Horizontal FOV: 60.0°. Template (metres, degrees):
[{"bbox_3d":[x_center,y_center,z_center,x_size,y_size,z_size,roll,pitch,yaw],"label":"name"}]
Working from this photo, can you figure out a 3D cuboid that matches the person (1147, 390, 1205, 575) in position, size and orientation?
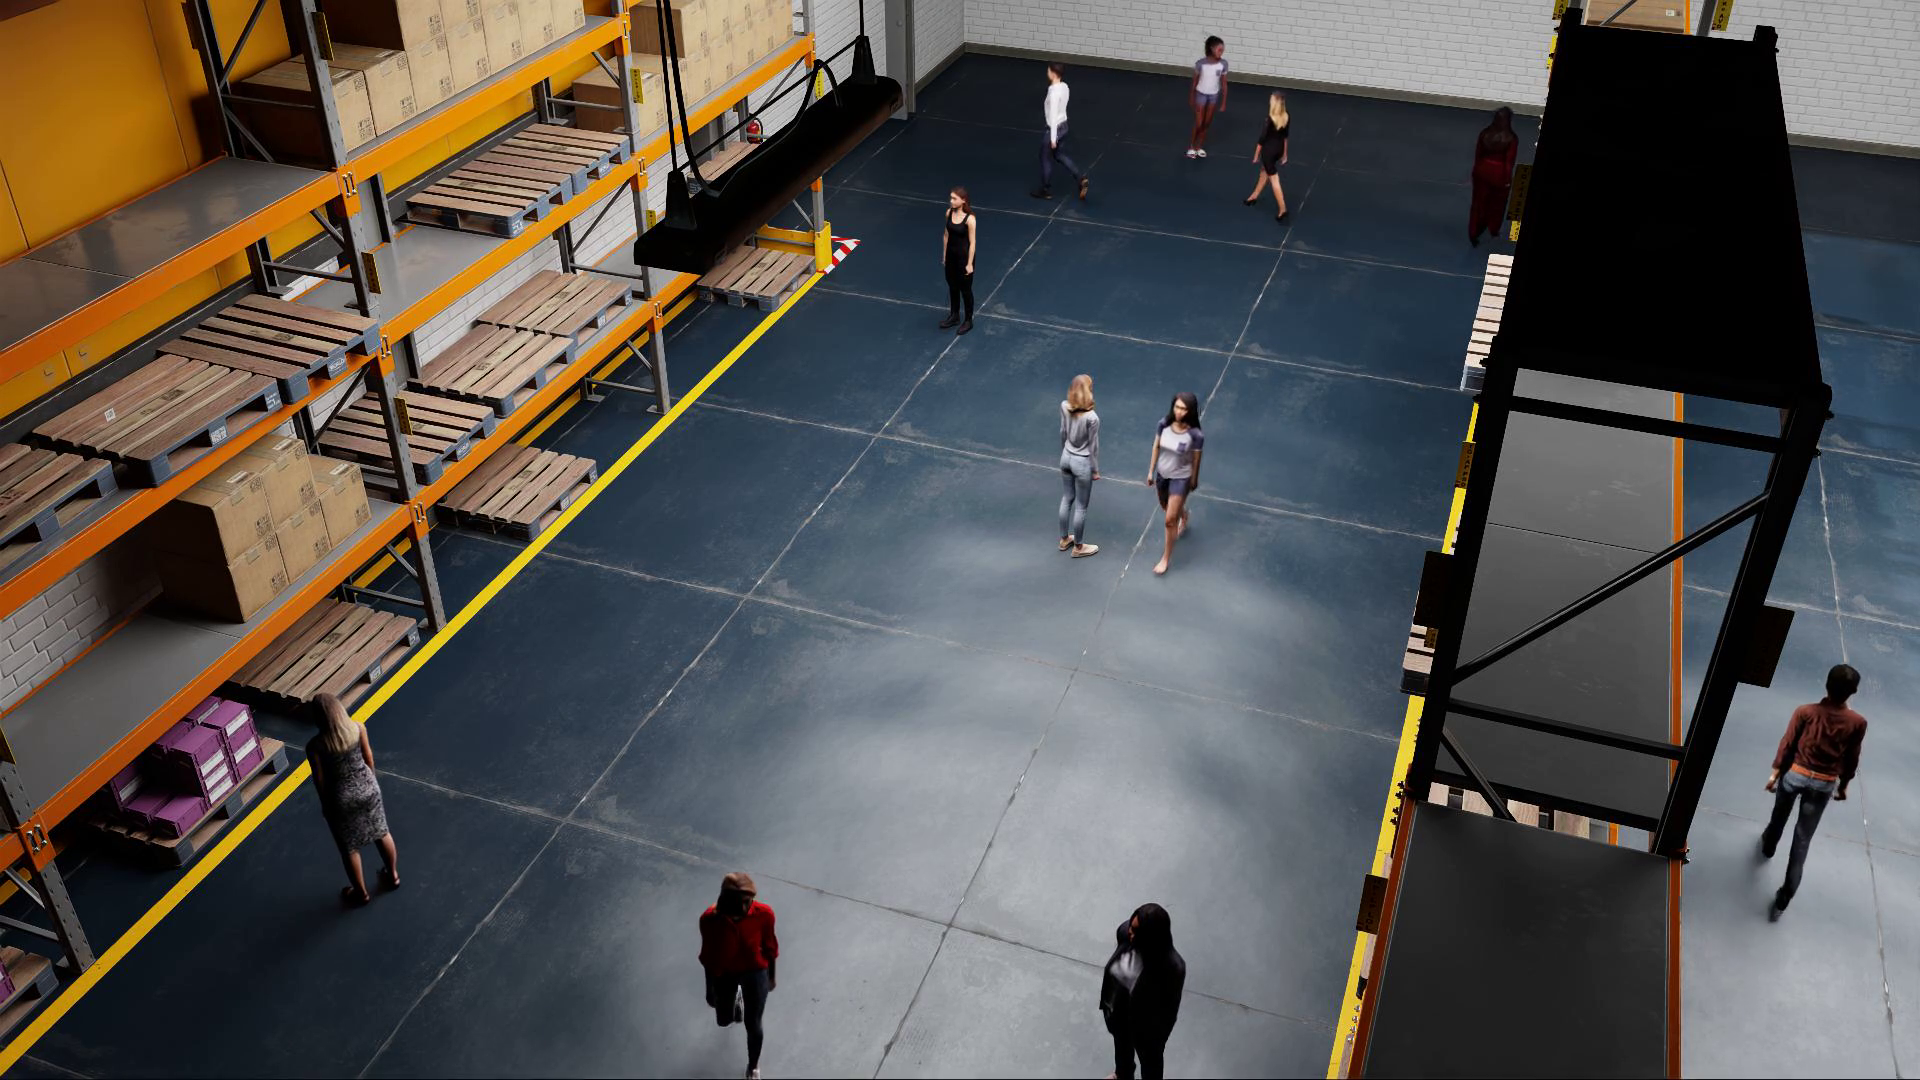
[{"bbox_3d":[1.927,-0.591,14.655,0.815,1.677,1.132,23,40,30],"label":"person"}]

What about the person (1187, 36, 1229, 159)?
[{"bbox_3d":[3.370,-6.090,22.906,0.756,1.701,0.799,2,34,3],"label":"person"}]

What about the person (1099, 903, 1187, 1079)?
[{"bbox_3d":[1.063,2.735,9.725,0.806,1.595,0.774,-26,42,-34],"label":"person"}]

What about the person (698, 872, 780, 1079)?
[{"bbox_3d":[-1.322,2.550,9.912,0.868,1.696,1.020,-4,34,-5],"label":"person"}]

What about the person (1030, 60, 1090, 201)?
[{"bbox_3d":[1.334,-5.271,21.545,0.783,1.843,1.014,16,37,23],"label":"person"}]

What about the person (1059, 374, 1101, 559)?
[{"bbox_3d":[1.039,-0.661,14.653,0.678,1.795,0.668,-25,41,-32],"label":"person"}]

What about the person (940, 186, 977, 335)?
[{"bbox_3d":[-0.002,-3.120,18.450,0.667,1.688,0.667,27,42,35],"label":"person"}]

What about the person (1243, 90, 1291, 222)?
[{"bbox_3d":[4.006,-4.815,21.051,1.052,1.631,0.980,-23,40,-31],"label":"person"}]

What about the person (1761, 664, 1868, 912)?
[{"bbox_3d":[5.694,1.694,11.175,0.700,1.723,1.106,13,36,19],"label":"person"}]

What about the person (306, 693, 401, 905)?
[{"bbox_3d":[-4.075,1.732,11.139,0.580,1.700,0.693,-26,42,-34],"label":"person"}]

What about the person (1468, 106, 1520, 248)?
[{"bbox_3d":[6.472,-4.401,20.334,0.789,1.735,0.883,21,39,29],"label":"person"}]
